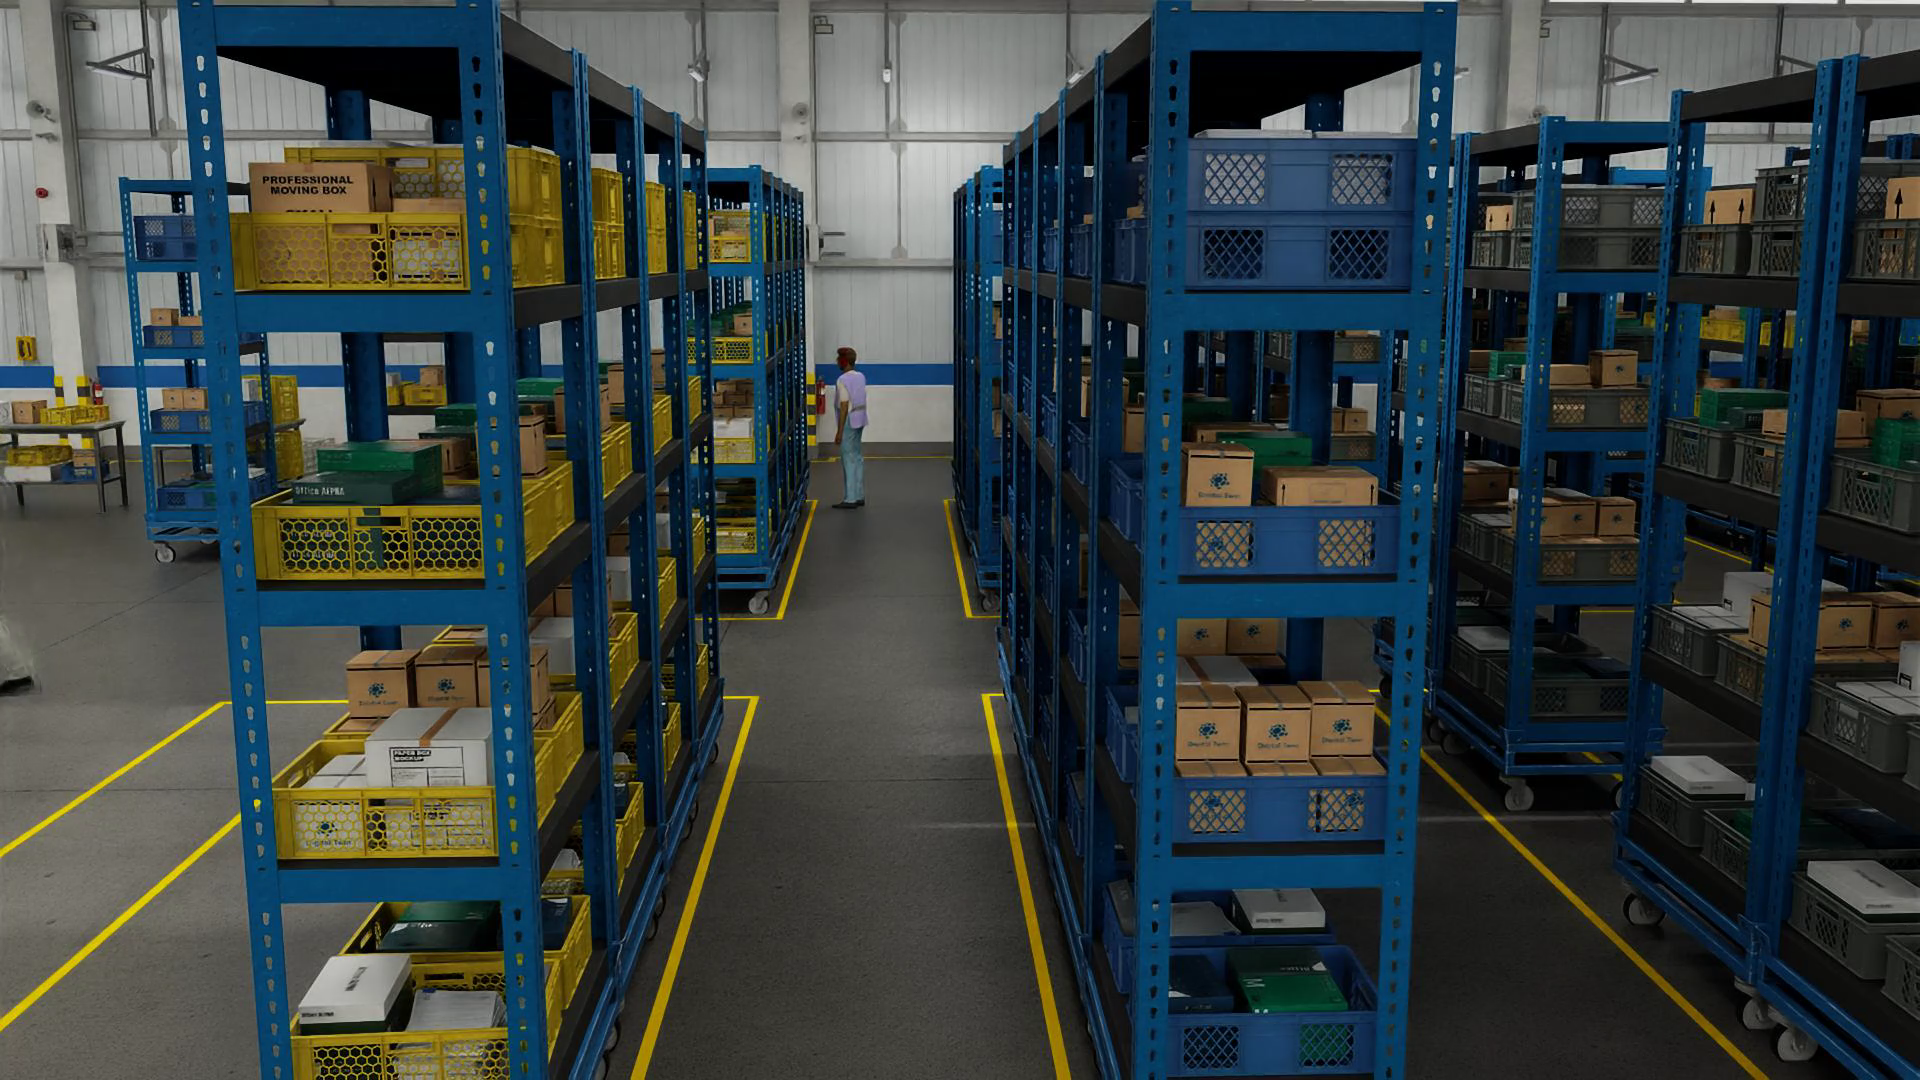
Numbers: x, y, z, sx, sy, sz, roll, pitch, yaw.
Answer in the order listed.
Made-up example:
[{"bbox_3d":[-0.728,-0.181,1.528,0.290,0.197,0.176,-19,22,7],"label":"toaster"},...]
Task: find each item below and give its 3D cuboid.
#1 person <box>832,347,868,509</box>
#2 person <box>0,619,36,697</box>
[{"bbox_3d":[-1.249,-1.276,19.001,0.376,1.844,0.573,4,11,21],"label":"person"},{"bbox_3d":[-6.595,0.189,10.852,0.941,1.782,0.618,-2,10,-10],"label":"person"}]
